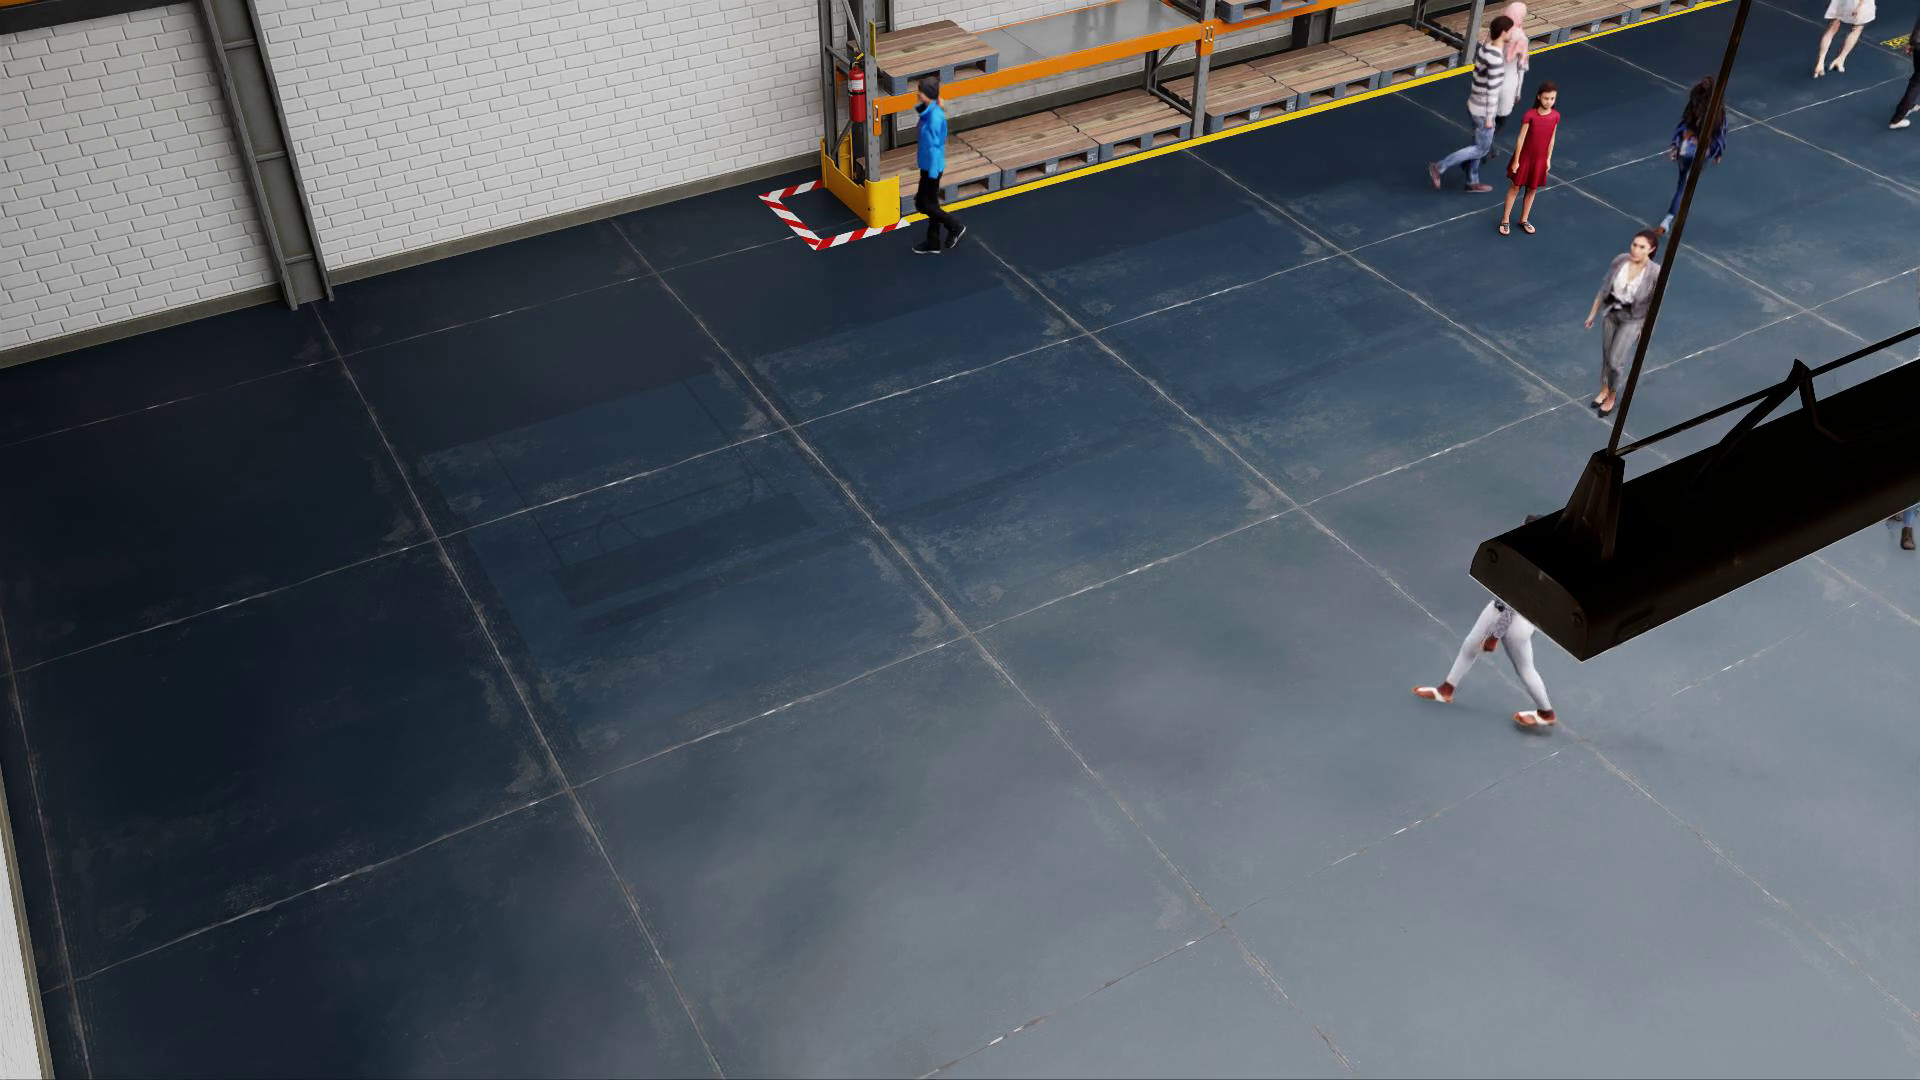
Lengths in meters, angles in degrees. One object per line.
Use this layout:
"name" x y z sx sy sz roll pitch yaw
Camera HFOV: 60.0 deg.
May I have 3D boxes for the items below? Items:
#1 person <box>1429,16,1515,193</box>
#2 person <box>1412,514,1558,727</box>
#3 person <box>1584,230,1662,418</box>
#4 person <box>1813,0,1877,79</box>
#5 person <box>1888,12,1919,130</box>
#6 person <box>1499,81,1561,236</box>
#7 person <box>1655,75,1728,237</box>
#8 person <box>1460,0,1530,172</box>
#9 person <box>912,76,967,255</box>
"person" 5.164 -4.333 16.727 1.079 1.830 0.971 3 39 4
"person" 3.640 0.565 10.715 1.187 1.679 1.138 11 40 13
"person" 5.506 -1.824 13.718 0.632 1.664 0.651 -26 45 -29
"person" 10.131 -6.152 19.063 0.765 1.757 0.618 -19 42 -22
"person" 10.440 -5.288 17.993 0.857 1.742 0.660 -16 41 -19
"person" 5.577 -3.735 16.200 0.649 1.553 0.710 -3 39 -4
"person" 7.081 -3.694 16.129 0.829 1.576 1.104 31 48 33
"person" 5.515 -4.612 17.117 1.088 1.779 0.740 -30 47 -32
"person" -0.184 -3.514 15.736 0.872 1.787 0.787 -4 39 -5
